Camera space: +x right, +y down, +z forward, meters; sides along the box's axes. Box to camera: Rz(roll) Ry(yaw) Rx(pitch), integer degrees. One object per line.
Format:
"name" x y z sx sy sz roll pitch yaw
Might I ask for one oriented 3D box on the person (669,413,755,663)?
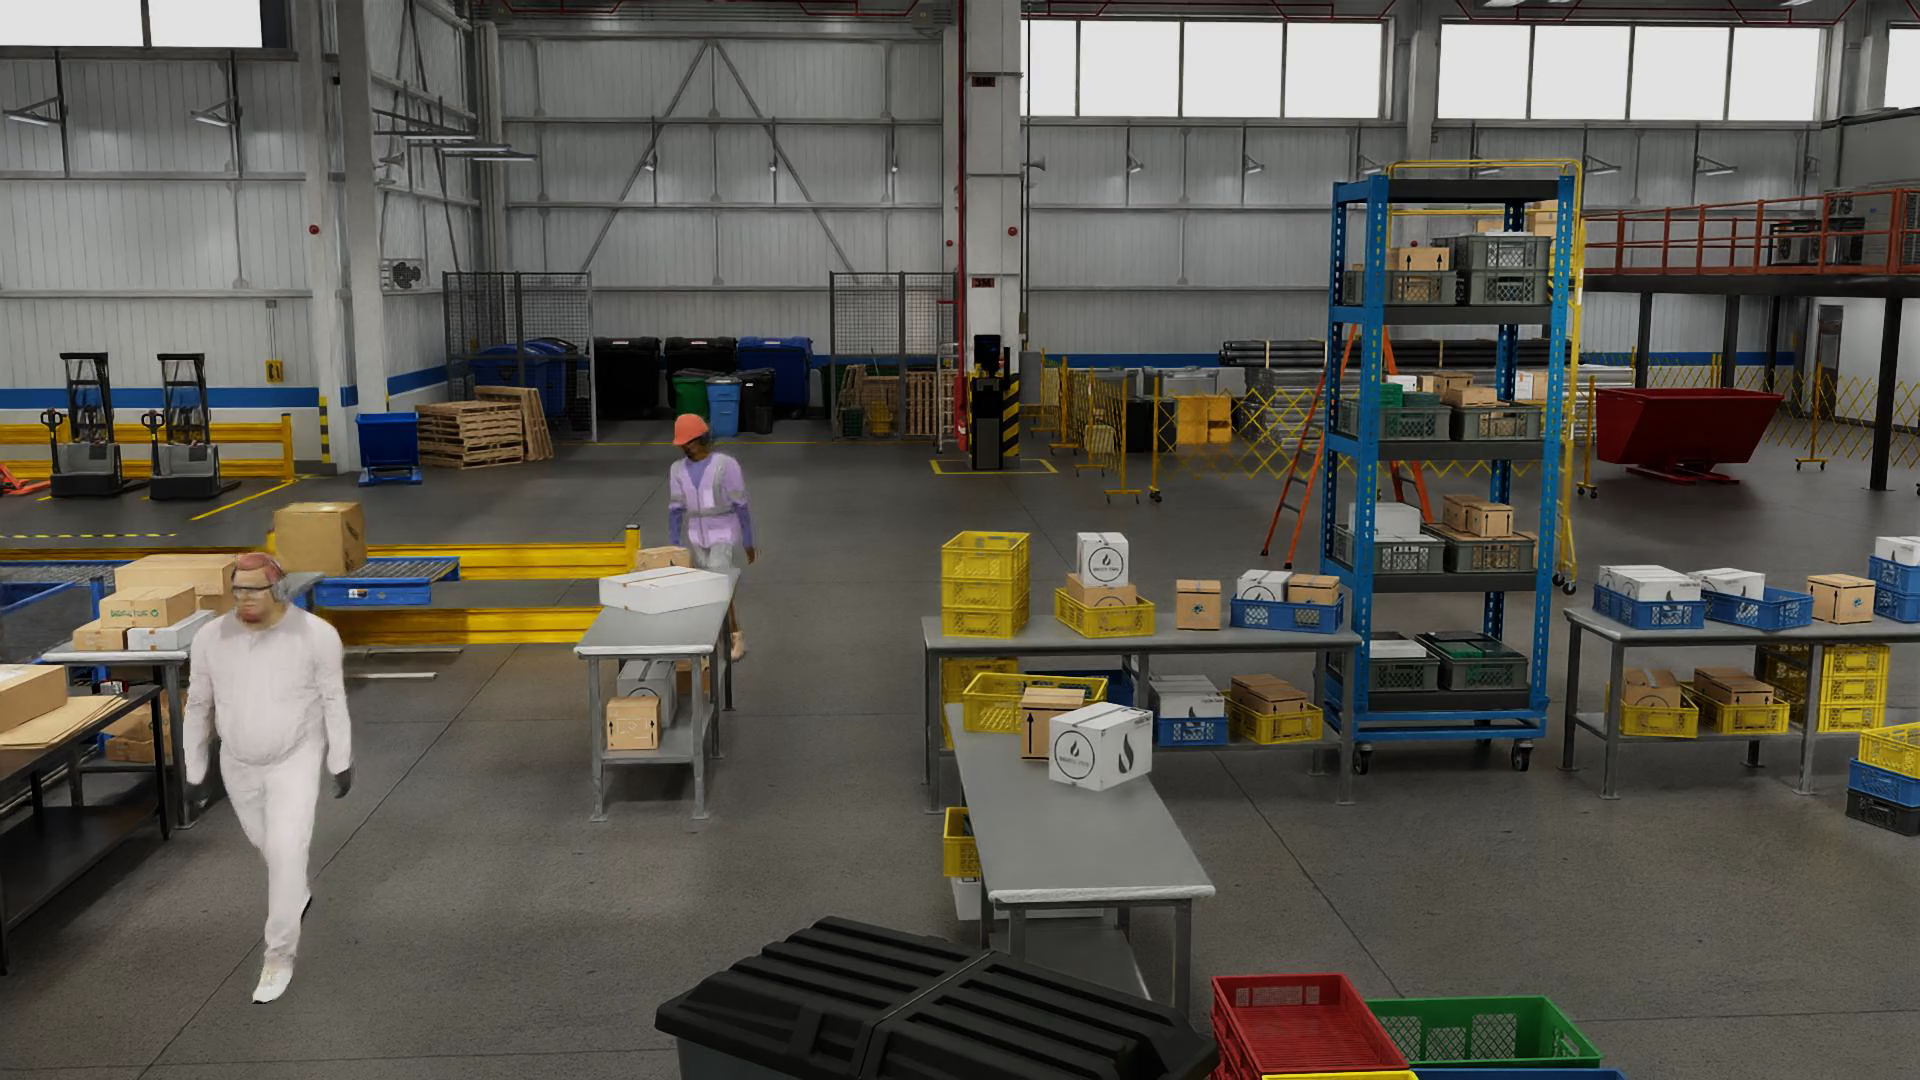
"person" -1.962 0.023 12.751 0.643 1.979 0.997 4 10 24

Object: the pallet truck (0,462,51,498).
"pallet truck" -13.193 -1.293 23.148 0.653 1.274 1.630 -1 9 -4

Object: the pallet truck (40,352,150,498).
"pallet truck" -11.907 -1.642 23.165 0.823 1.965 1.885 0 9 0

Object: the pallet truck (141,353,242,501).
"pallet truck" -10.520 -1.604 22.925 0.823 1.965 1.885 -1 9 -6

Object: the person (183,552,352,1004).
"person" -3.029 0.958 7.310 0.659 1.864 1.014 0 9 -2
